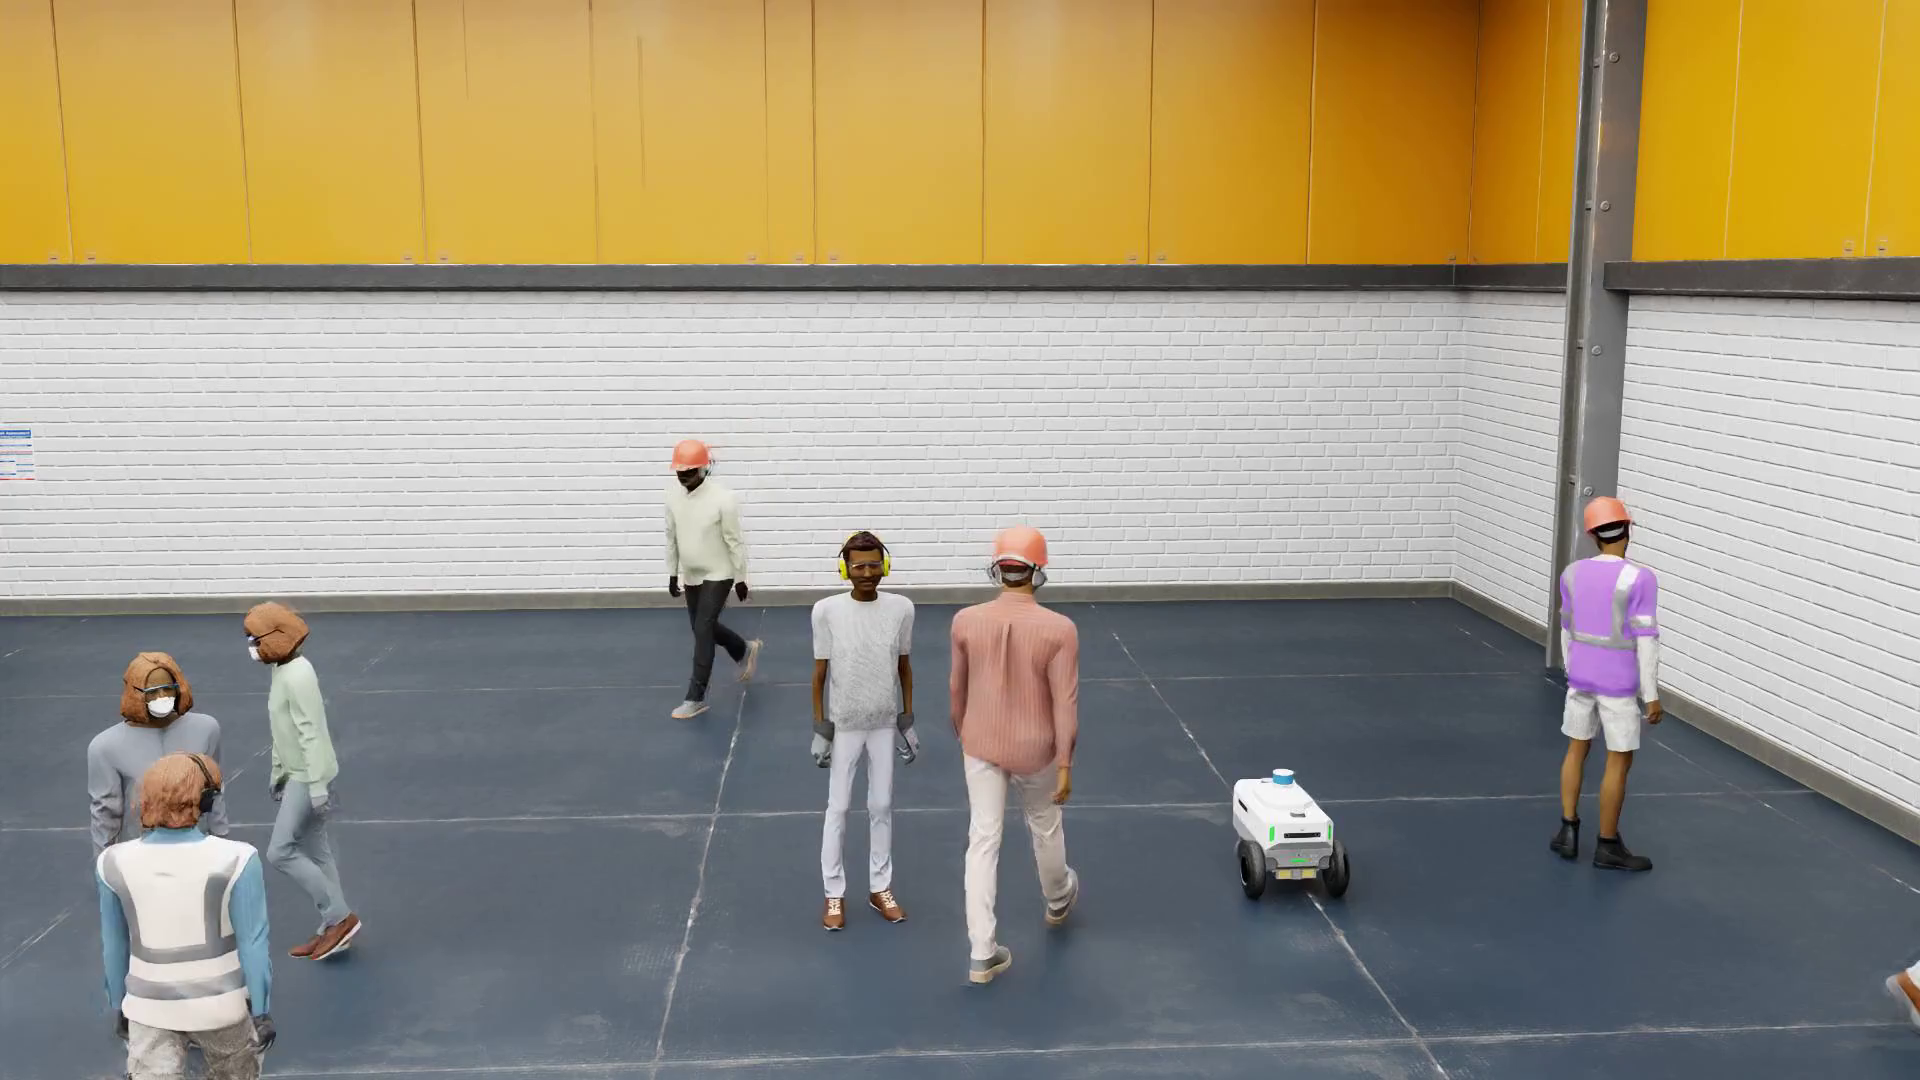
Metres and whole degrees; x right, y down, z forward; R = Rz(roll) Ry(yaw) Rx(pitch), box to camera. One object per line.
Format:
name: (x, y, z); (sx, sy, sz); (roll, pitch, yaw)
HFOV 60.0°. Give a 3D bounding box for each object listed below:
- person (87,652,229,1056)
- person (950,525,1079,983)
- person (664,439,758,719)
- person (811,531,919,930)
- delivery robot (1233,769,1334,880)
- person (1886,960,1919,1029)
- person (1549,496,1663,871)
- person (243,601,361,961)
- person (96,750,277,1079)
person: (-3.024, 1.220, 6.330); (0.266, 1.631, 0.507); (8, 12, 40)
person: (0.255, 0.899, 7.398); (0.632, 1.932, 1.033); (3, 10, 18)
person: (-1.730, 0.219, 11.694); (0.641, 1.942, 0.945); (6, 11, 31)
person: (-0.445, 0.879, 7.784); (0.559, 1.876, 0.364); (-3, 9, -18)
delivery robot: (1.610, 1.392, 8.331); (0.477, 0.478, 0.707); (-1, 9, -5)
person: (4.005, 1.115, 6.201); (0.638, 1.901, 0.981); (-7, 11, -37)
person: (3.338, 0.741, 8.552); (0.382, 1.904, 0.616); (-5, 10, -29)
person: (-2.916, 1.066, 7.347); (0.378, 1.606, 0.532); (-5, 10, -27)
person: (-2.364, 1.443, 5.050); (0.522, 1.601, 0.837); (-1, 9, -4)
